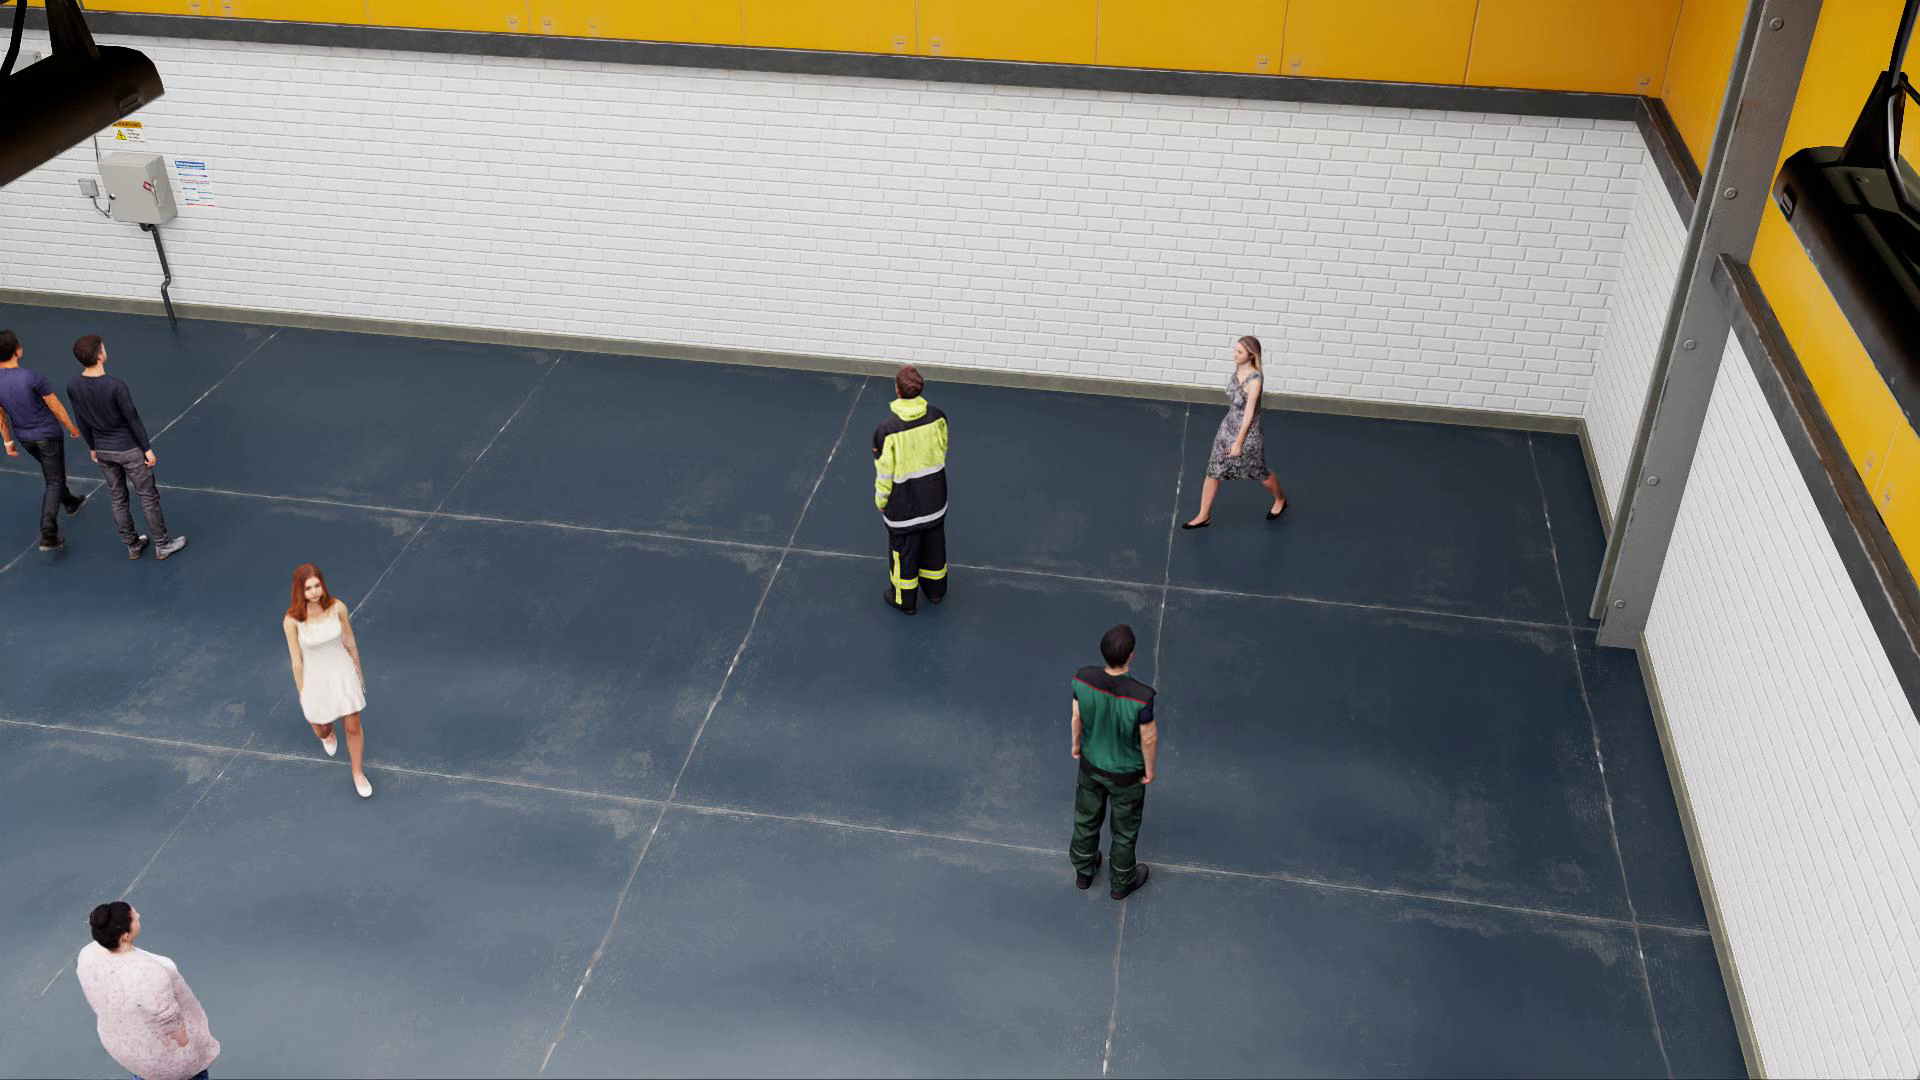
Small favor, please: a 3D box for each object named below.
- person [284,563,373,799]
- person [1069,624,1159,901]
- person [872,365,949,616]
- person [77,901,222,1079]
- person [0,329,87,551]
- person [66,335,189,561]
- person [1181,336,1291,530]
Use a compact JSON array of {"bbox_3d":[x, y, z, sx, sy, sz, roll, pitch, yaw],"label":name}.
[{"bbox_3d":[-4.018,0.835,10.527,0.852,1.701,0.942,-17,37,-24],"label":"person"},{"bbox_3d":[0.884,1.293,9.658,0.748,1.901,0.697,17,37,24],"label":"person"},{"bbox_3d":[-0.346,-0.364,12.077,0.861,1.983,0.911,-19,38,-27],"label":"person"},{"bbox_3d":[-4.001,2.439,8.090,0.780,1.728,0.936,13,36,18],"label":"person"},{"bbox_3d":[-7.144,-0.736,12.847,0.757,1.749,1.176,1,34,1],"label":"person"},{"bbox_3d":[-6.407,-0.691,12.671,0.658,1.868,0.552,3,34,4],"label":"person"},{"bbox_3d":[2.313,-0.810,13.038,1.030,1.662,1.155,-12,35,-17],"label":"person"}]
